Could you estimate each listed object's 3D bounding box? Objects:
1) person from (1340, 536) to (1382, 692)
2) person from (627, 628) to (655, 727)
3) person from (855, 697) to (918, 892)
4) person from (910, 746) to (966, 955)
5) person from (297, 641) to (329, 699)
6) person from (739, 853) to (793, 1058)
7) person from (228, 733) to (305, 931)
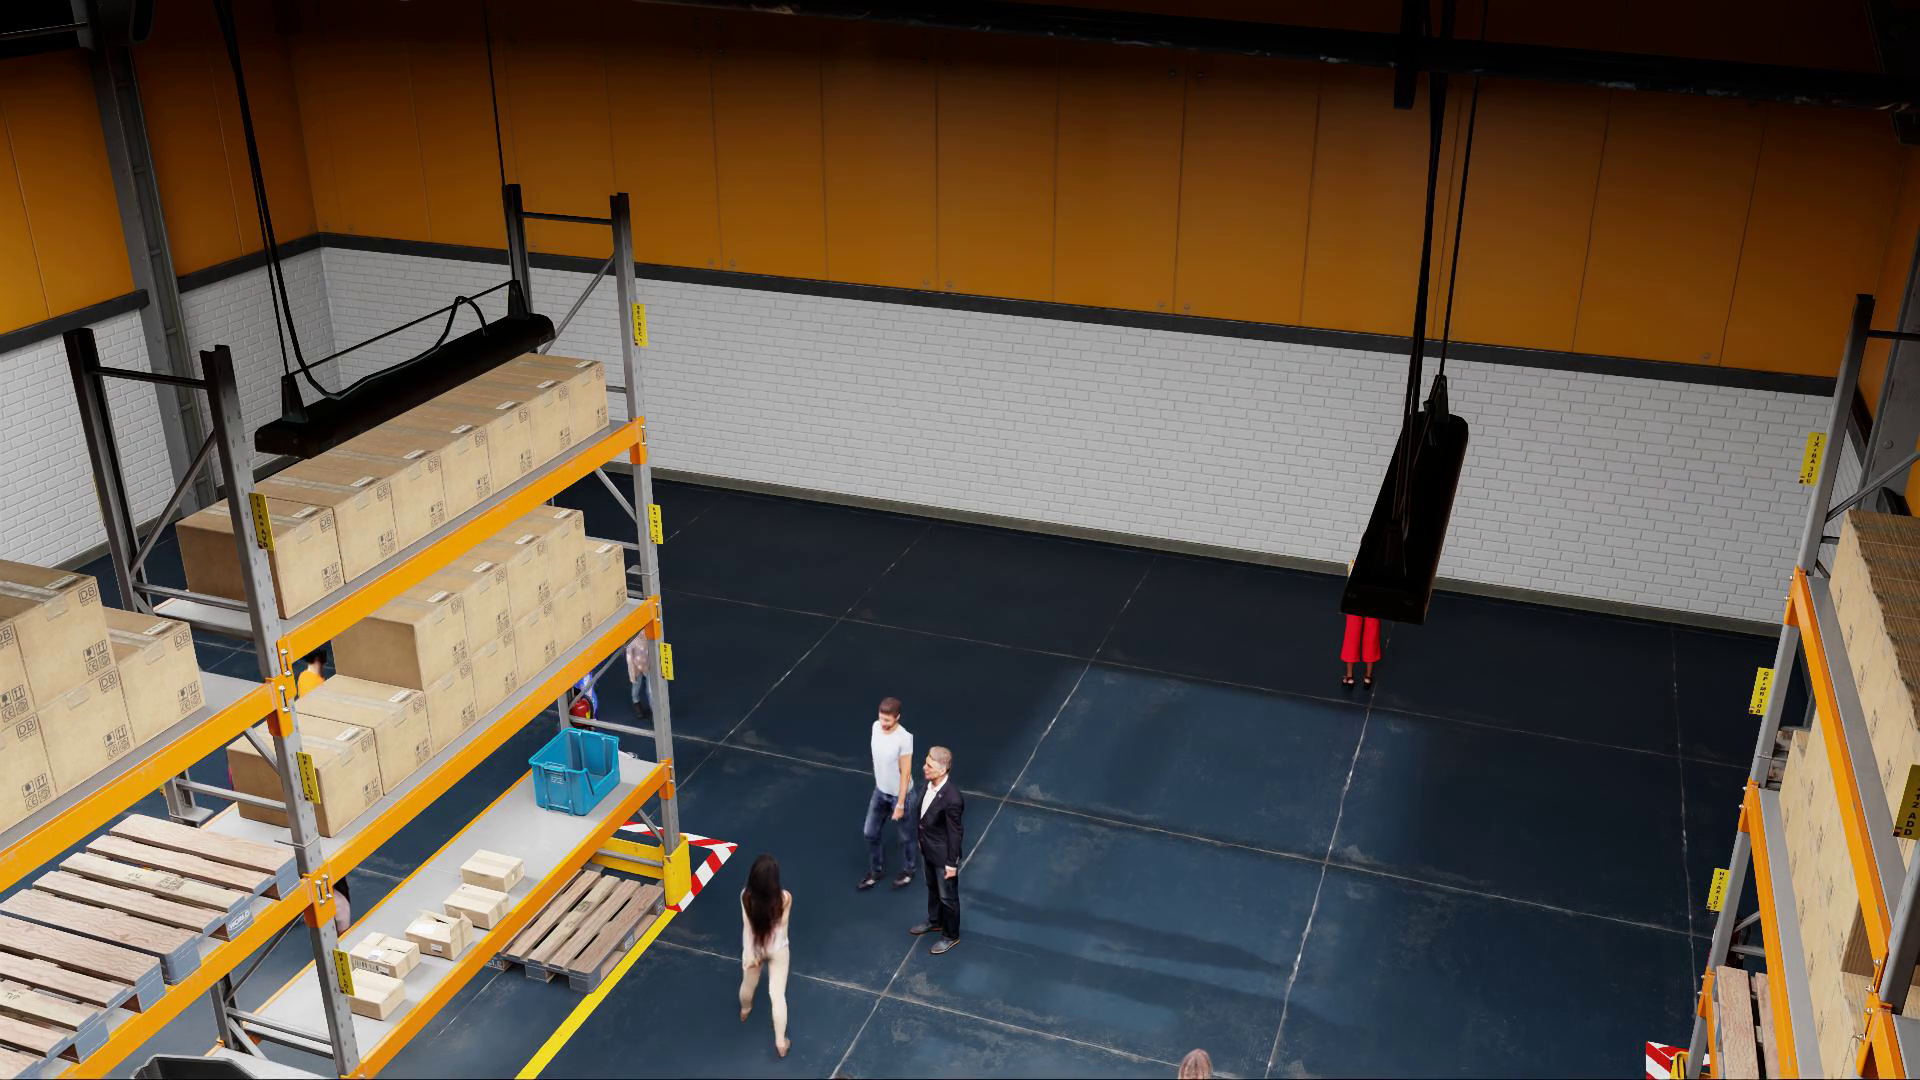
[{"bbox_3d":[4.216,0.732,17.336,0.661,1.790,0.644,0,24,-1],"label":"person"},{"bbox_3d":[-3.237,1.299,16.813,0.795,1.171,0.853,-11,26,-24],"label":"person"},{"bbox_3d":[-0.496,2.107,14.118,0.748,1.847,0.847,16,28,33],"label":"person"},{"bbox_3d":[-0.160,2.453,13.367,0.817,1.815,0.774,-13,27,-27],"label":"person"},{"bbox_3d":[-5.708,1.777,14.850,1.194,1.866,1.018,-18,30,-36],"label":"person"},{"bbox_3d":[-1.432,2.958,12.436,1.043,1.636,0.842,7,25,17],"label":"person"},{"bbox_3d":[-5.727,2.406,13.450,0.824,1.836,0.899,21,31,40],"label":"person"}]
